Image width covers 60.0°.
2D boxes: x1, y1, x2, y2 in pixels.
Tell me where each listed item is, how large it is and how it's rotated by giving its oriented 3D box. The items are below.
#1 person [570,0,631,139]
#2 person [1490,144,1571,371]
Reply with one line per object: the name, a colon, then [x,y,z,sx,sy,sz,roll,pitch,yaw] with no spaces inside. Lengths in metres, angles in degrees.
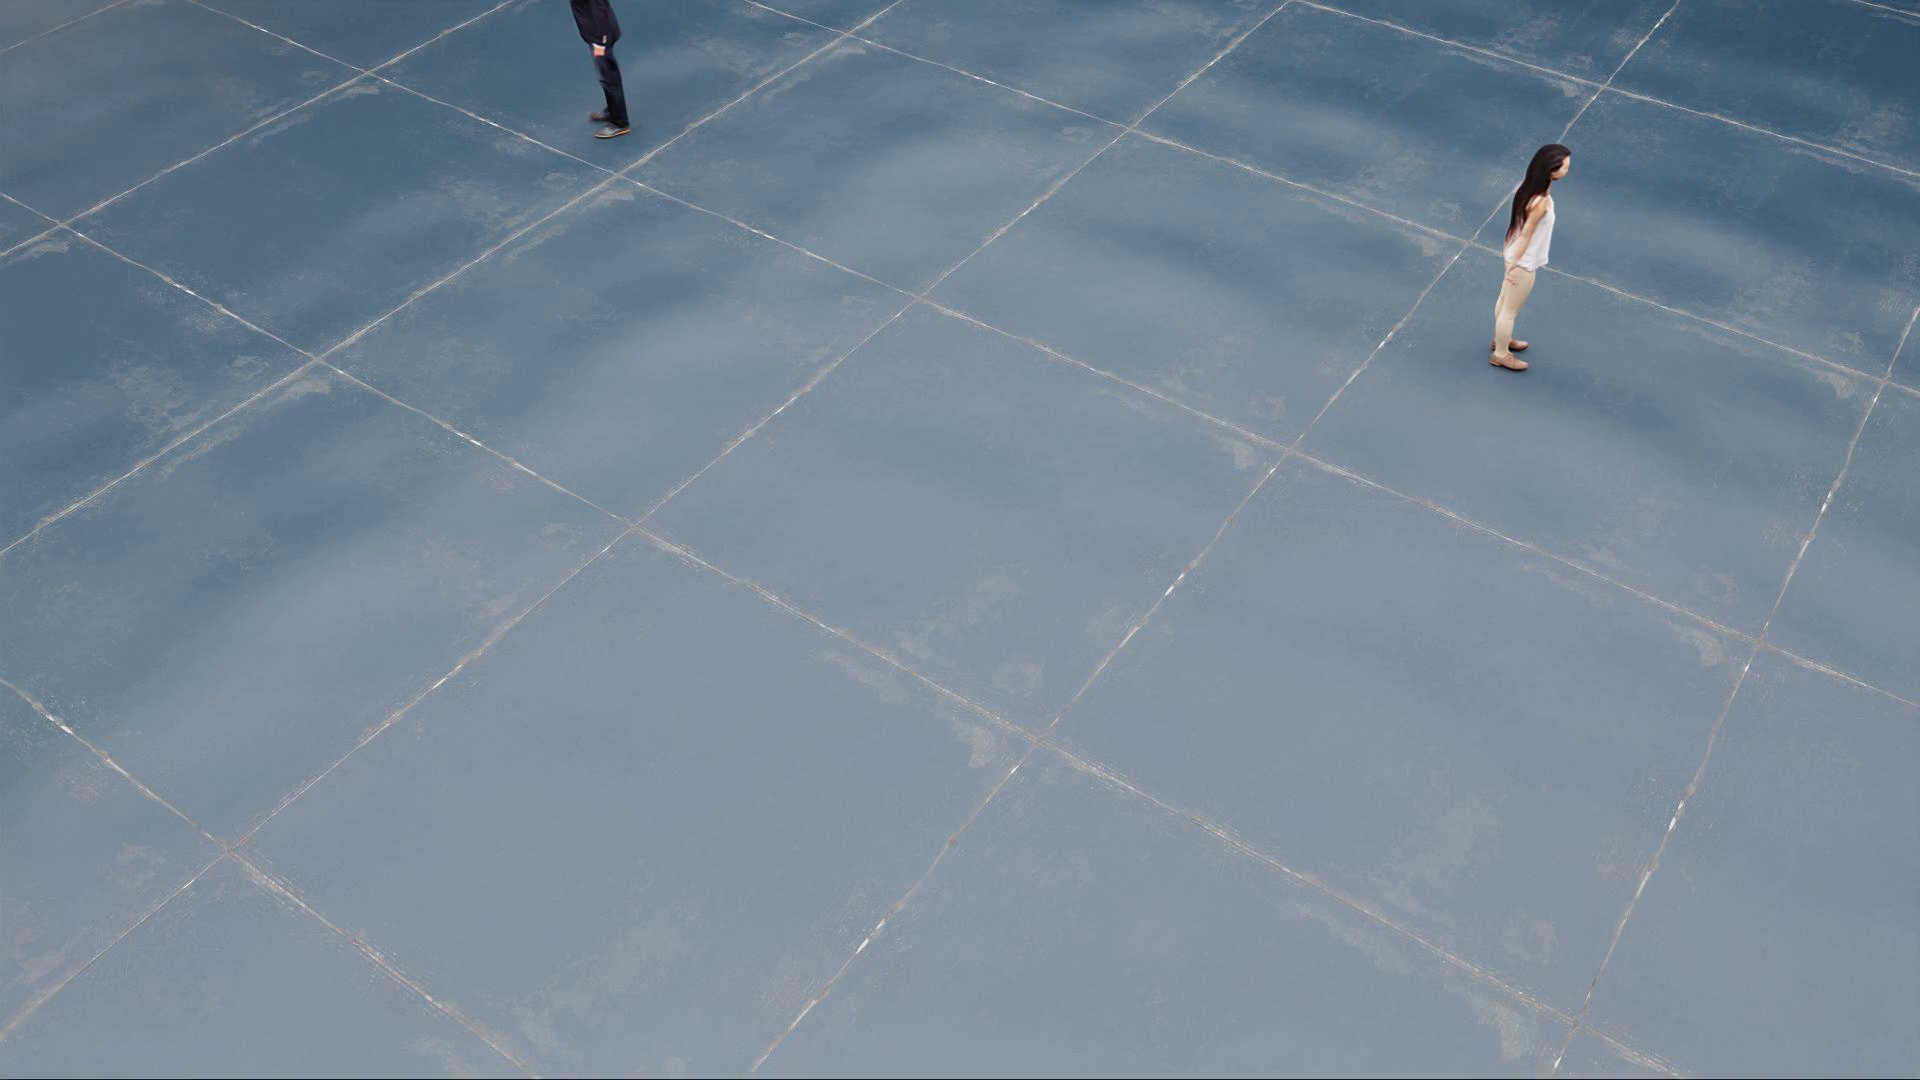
person: [-2.890,-4.124,13.304,0.834,1.815,0.774,-7,43,-7]
person: [3.719,-1.884,11.026,0.637,1.651,0.693,23,48,23]
